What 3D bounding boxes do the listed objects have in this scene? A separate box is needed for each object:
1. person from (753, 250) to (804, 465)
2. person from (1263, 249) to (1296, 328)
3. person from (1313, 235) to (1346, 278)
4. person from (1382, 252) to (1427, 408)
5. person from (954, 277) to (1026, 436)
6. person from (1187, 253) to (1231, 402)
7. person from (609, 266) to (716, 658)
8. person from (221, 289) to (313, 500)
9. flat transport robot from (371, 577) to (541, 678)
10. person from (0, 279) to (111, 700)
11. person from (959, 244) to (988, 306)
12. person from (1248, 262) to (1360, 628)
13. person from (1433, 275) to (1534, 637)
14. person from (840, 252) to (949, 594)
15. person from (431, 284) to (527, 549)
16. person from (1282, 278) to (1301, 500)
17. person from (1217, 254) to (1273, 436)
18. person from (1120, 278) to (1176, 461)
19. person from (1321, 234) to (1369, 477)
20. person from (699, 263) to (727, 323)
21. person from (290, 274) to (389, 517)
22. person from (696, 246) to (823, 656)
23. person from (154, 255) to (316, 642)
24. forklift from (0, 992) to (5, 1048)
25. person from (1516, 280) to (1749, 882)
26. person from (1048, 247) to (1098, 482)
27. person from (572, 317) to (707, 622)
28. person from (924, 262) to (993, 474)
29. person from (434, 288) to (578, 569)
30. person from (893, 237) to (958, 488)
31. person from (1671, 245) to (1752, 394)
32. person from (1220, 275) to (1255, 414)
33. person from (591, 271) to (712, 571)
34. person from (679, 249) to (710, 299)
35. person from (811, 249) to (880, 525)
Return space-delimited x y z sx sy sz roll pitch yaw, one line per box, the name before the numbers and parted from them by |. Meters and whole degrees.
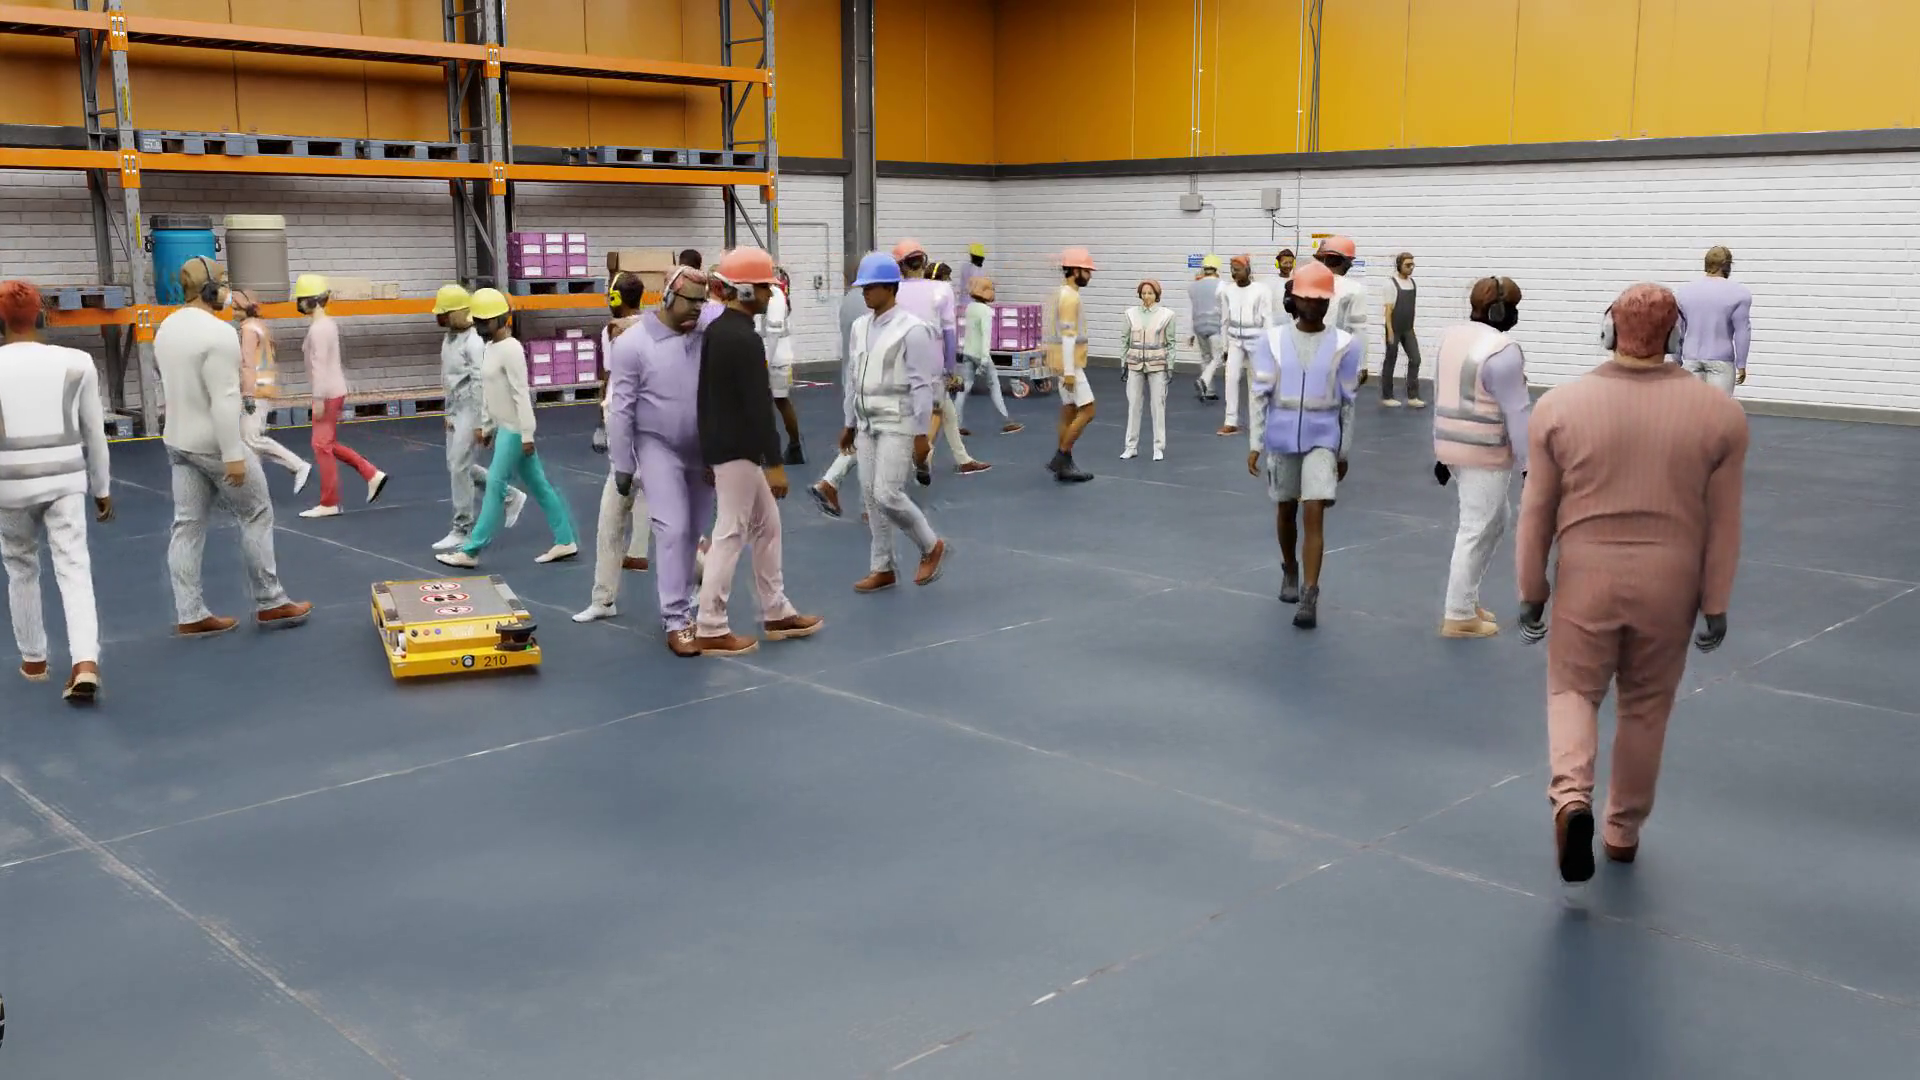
person | -1.765 -1.564 14.471 0.896 1.893 0.568 -4 11 -21
person | 3.691 -2.387 19.043 0.533 1.864 0.310 -2 11 -11
person | 4.226 -2.472 19.026 0.537 2.000 0.678 -5 11 -24
person | 5.197 -2.428 19.389 0.526 1.815 0.764 -5 12 -27
person | 0.263 -1.847 16.836 0.824 1.595 0.519 -6 12 -30
person | 2.979 -2.527 19.944 0.598 1.812 0.714 8 13 37
person | -1.315 -0.390 8.140 0.647 1.869 0.778 -10 14 -42
person | -5.320 -1.092 12.630 0.608 1.621 0.543 -4 11 -22
flat transport robot | -2.522 0.394 8.225 0.652 0.197 1.431 -4 11 -23
person | -4.027 -0.217 7.289 0.582 1.844 0.980 -7 13 -35
person | 0.193 -3.600 25.630 0.407 1.903 0.801 -2 11 -9
person | 1.827 -0.526 8.856 0.544 1.885 0.997 3 11 17
person | 2.651 -0.404 8.339 0.508 1.821 0.629 -1 10 -5
person | -0.397 -0.650 9.389 0.478 1.928 0.614 -8 13 -37
person | -3.147 -0.806 10.827 0.614 1.706 0.536 -7 13 -35
person | 2.587 -1.152 12.761 0.319 1.695 0.539 3 11 17
person | 2.939 -1.980 16.938 0.591 1.843 0.705 7 12 33
person | 1.692 -1.535 15.012 0.514 1.639 0.310 4 11 21
person | 3.107 -1.518 13.864 0.651 2.022 0.498 8 13 37
person | -1.782 -1.109 12.177 0.564 1.817 0.587 -5 11 -24
person | -4.496 -1.034 11.961 0.522 1.749 0.532 -2 11 -13
person | -0.956 -0.422 8.062 0.846 1.959 0.655 -4 11 -22
person | -3.682 -0.469 8.432 0.655 1.914 0.803 7 12 33
forklift | -3.245 0.323 3.363 2.313 2.155 1.214 2 11 13
person | 2.064 0.148 5.165 0.650 1.887 0.709 4 11 19
person | 0.931 -1.420 13.589 0.390 1.925 0.580 0 10 1
person | -1.657 -0.384 8.835 0.818 1.605 0.523 -9 14 -41
person | -0.273 -1.415 13.944 1.052 1.806 0.491 -1 10 -6
person | -2.762 -0.669 10.090 0.888 1.700 0.554 -5 12 -27
person | -0.338 -1.372 13.121 0.634 2.010 0.675 1 10 6
person | 6.260 -1.482 13.909 0.632 1.936 0.359 10 14 42
person | 2.976 -1.979 17.445 0.499 1.633 0.286 1 10 5
person | -1.781 -0.674 9.846 0.816 1.822 0.513 5 11 25
person | -2.495 -1.842 15.993 0.692 1.899 0.594 -9 13 -39
person | -0.684 -1.044 11.545 0.561 1.926 0.644 -6 12 -28
